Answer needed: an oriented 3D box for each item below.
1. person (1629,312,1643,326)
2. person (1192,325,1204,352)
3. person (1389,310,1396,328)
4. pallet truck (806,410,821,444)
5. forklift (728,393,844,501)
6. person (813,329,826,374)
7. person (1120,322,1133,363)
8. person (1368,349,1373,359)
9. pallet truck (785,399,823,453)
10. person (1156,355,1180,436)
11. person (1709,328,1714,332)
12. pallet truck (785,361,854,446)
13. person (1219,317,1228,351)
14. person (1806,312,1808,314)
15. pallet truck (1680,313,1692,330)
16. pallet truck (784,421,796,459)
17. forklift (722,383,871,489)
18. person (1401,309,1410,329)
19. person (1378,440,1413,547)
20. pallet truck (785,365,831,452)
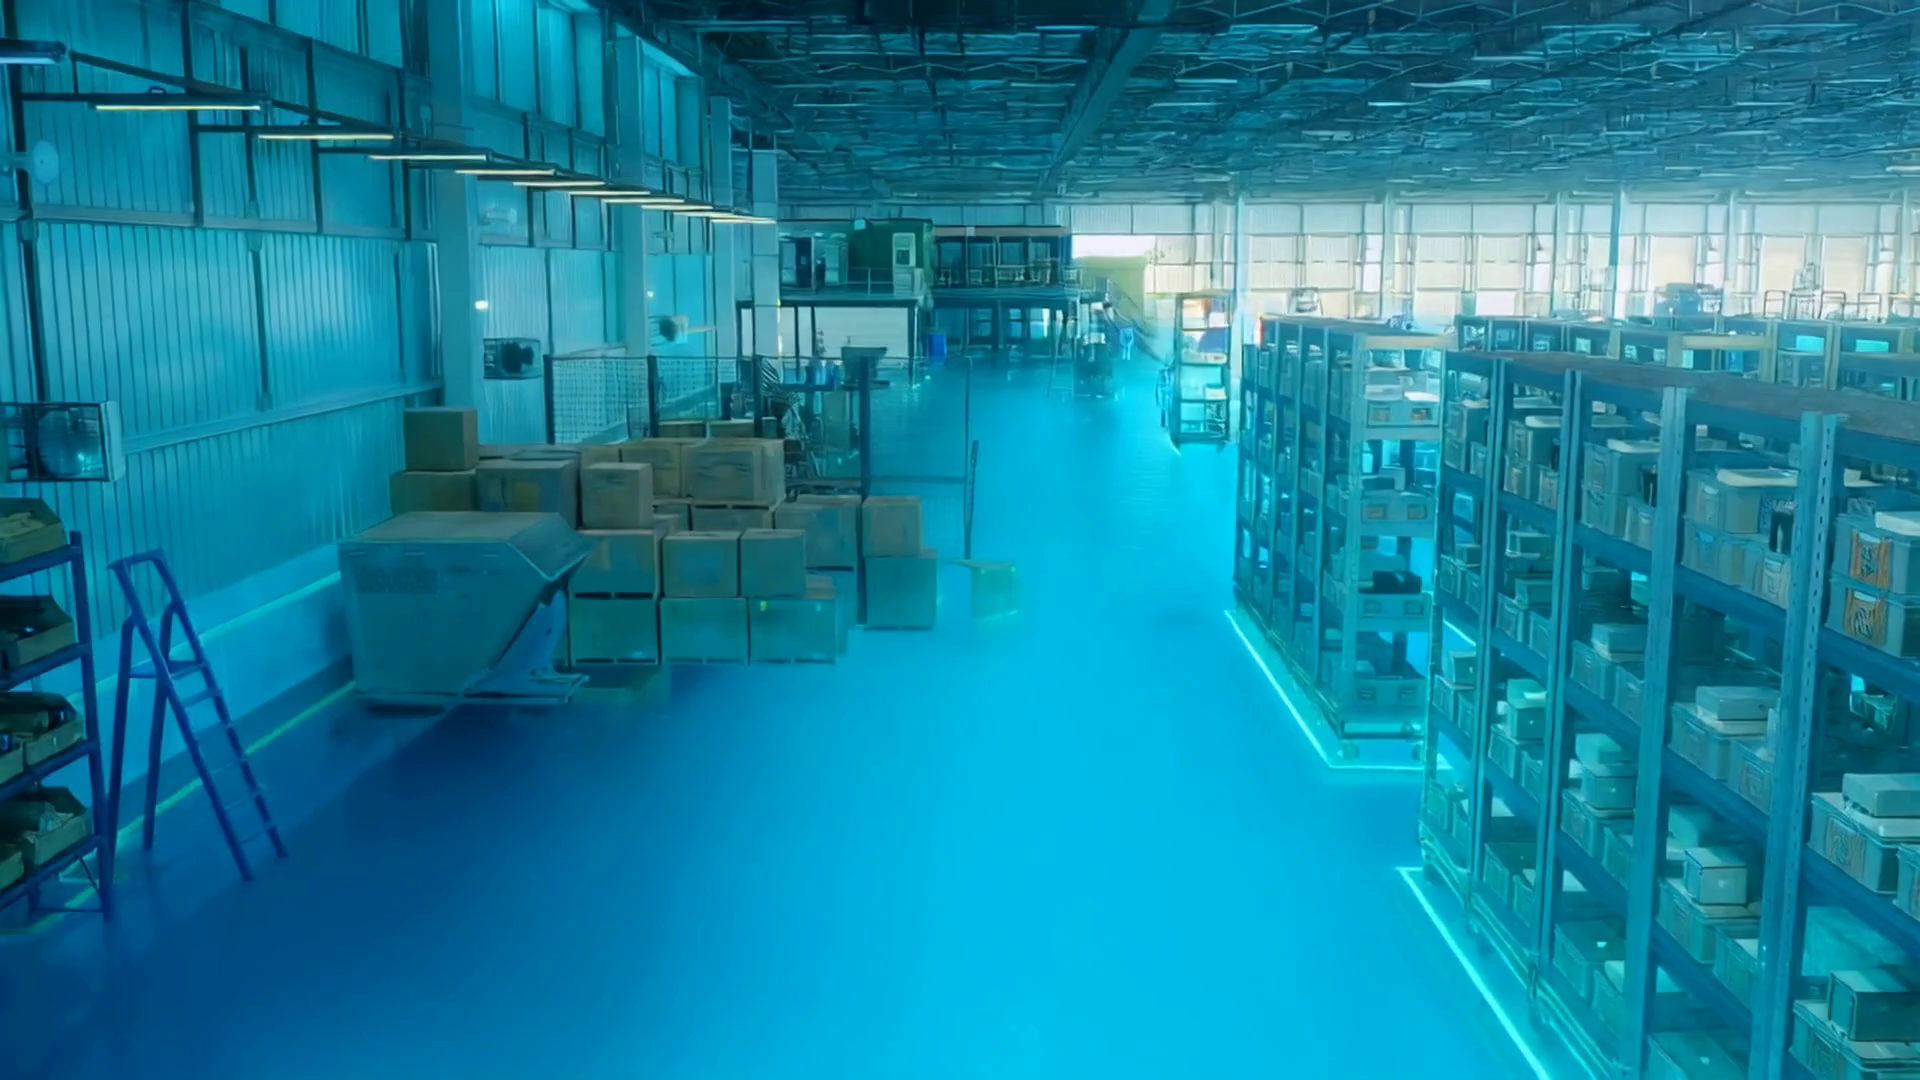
[{"bbox_3d":[33.996,-10.487,83.834,0.703,2.000,0.635,8,12,42],"label":"person"},{"bbox_3d":[11.448,-9.764,79.999,0.585,1.850,0.939,-2,9,-13],"label":"person"},{"bbox_3d":[25.094,-12.430,96.418,0.387,1.847,0.568,5,10,26],"label":"person"},{"bbox_3d":[-3.559,-2.018,33.905,1.522,1.261,0.704,0,9,-1],"label":"pallet truck"},{"bbox_3d":[-2.979,-1.316,26.476,2.680,1.987,1.157,0,9,1],"label":"forklift"},{"bbox_3d":[-5.559,-7.434,65.661,0.614,1.827,0.532,0,9,-1],"label":"person"},{"bbox_3d":[7.376,-8.773,73.874,0.585,1.855,0.881,-3,10,-16],"label":"person"},{"bbox_3d":[12.993,-5.230,52.085,0.403,1.821,0.598,-2,9,-10],"label":"person"},{"bbox_3d":[-3.814,-2.432,36.419,1.630,1.274,0.653,0,9,1],"label":"pallet truck"},{"bbox_3d":[5.189,-3.589,41.350,0.606,2.028,0.501,1,9,8],"label":"person"},{"bbox_3d":[33.372,-8.836,73.982,0.361,1.935,0.544,1,9,5],"label":"person"},{"bbox_3d":[-3.410,-3.193,38.978,1.885,1.965,0.823,0,9,-1],"label":"pallet truck"},{"bbox_3d":[12.351,-9.467,77.923,0.370,1.916,0.597,7,12,37],"label":"person"},{"bbox_3d":[44.803,-11.120,88.111,0.362,1.932,0.626,7,12,38],"label":"person"},{"bbox_3d":[36.315,-10.531,84.244,0.823,1.965,1.885,-6,11,-33],"label":"pallet truck"},{"bbox_3d":[-4.013,-1.793,32.705,1.601,1.201,0.680,0,9,1],"label":"pallet truck"},{"bbox_3d":[-2.893,-1.687,28.729,2.680,1.987,1.157,0,9,-1],"label":"forklift"},{"bbox_3d":[25.238,-12.122,94.306,0.586,1.918,0.395,-6,11,-31],"label":"person"},{"bbox_3d":[6.513,-0.774,24.866,0.788,1.719,0.538,9,13,44],"label":"person"},{"bbox_3d":[-3.774,-2.976,37.635,1.885,1.965,0.823,1,9,5],"label":"pallet truck"}]
